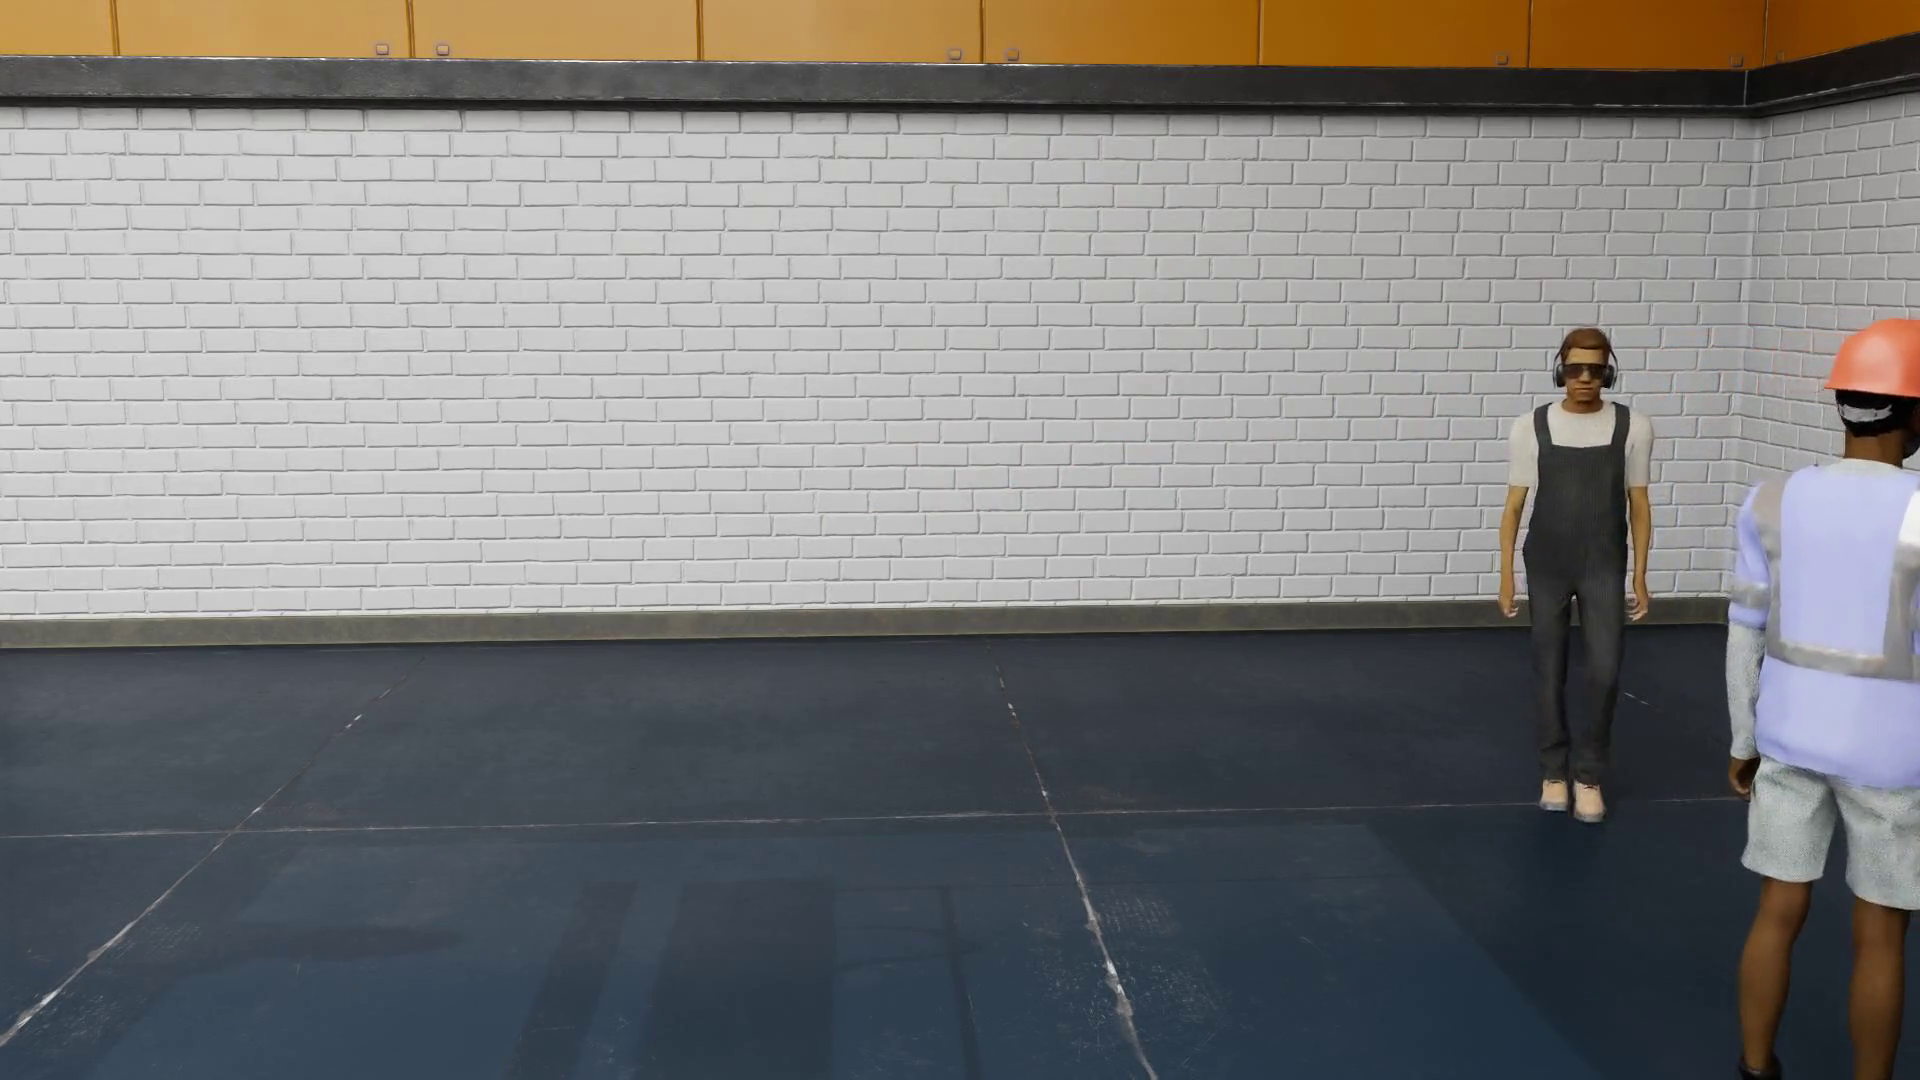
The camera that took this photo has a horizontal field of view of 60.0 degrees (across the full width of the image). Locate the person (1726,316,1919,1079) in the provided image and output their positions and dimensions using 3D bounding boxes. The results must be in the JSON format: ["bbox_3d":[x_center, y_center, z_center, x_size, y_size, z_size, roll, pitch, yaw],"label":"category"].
[{"bbox_3d":[2.035,0.463,3.789,0.378,1.933,0.551,-7,11,-38],"label":"person"}]

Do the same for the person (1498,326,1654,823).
[{"bbox_3d":[2.263,0.138,6.138,0.540,1.830,0.560,3,10,21],"label":"person"}]
